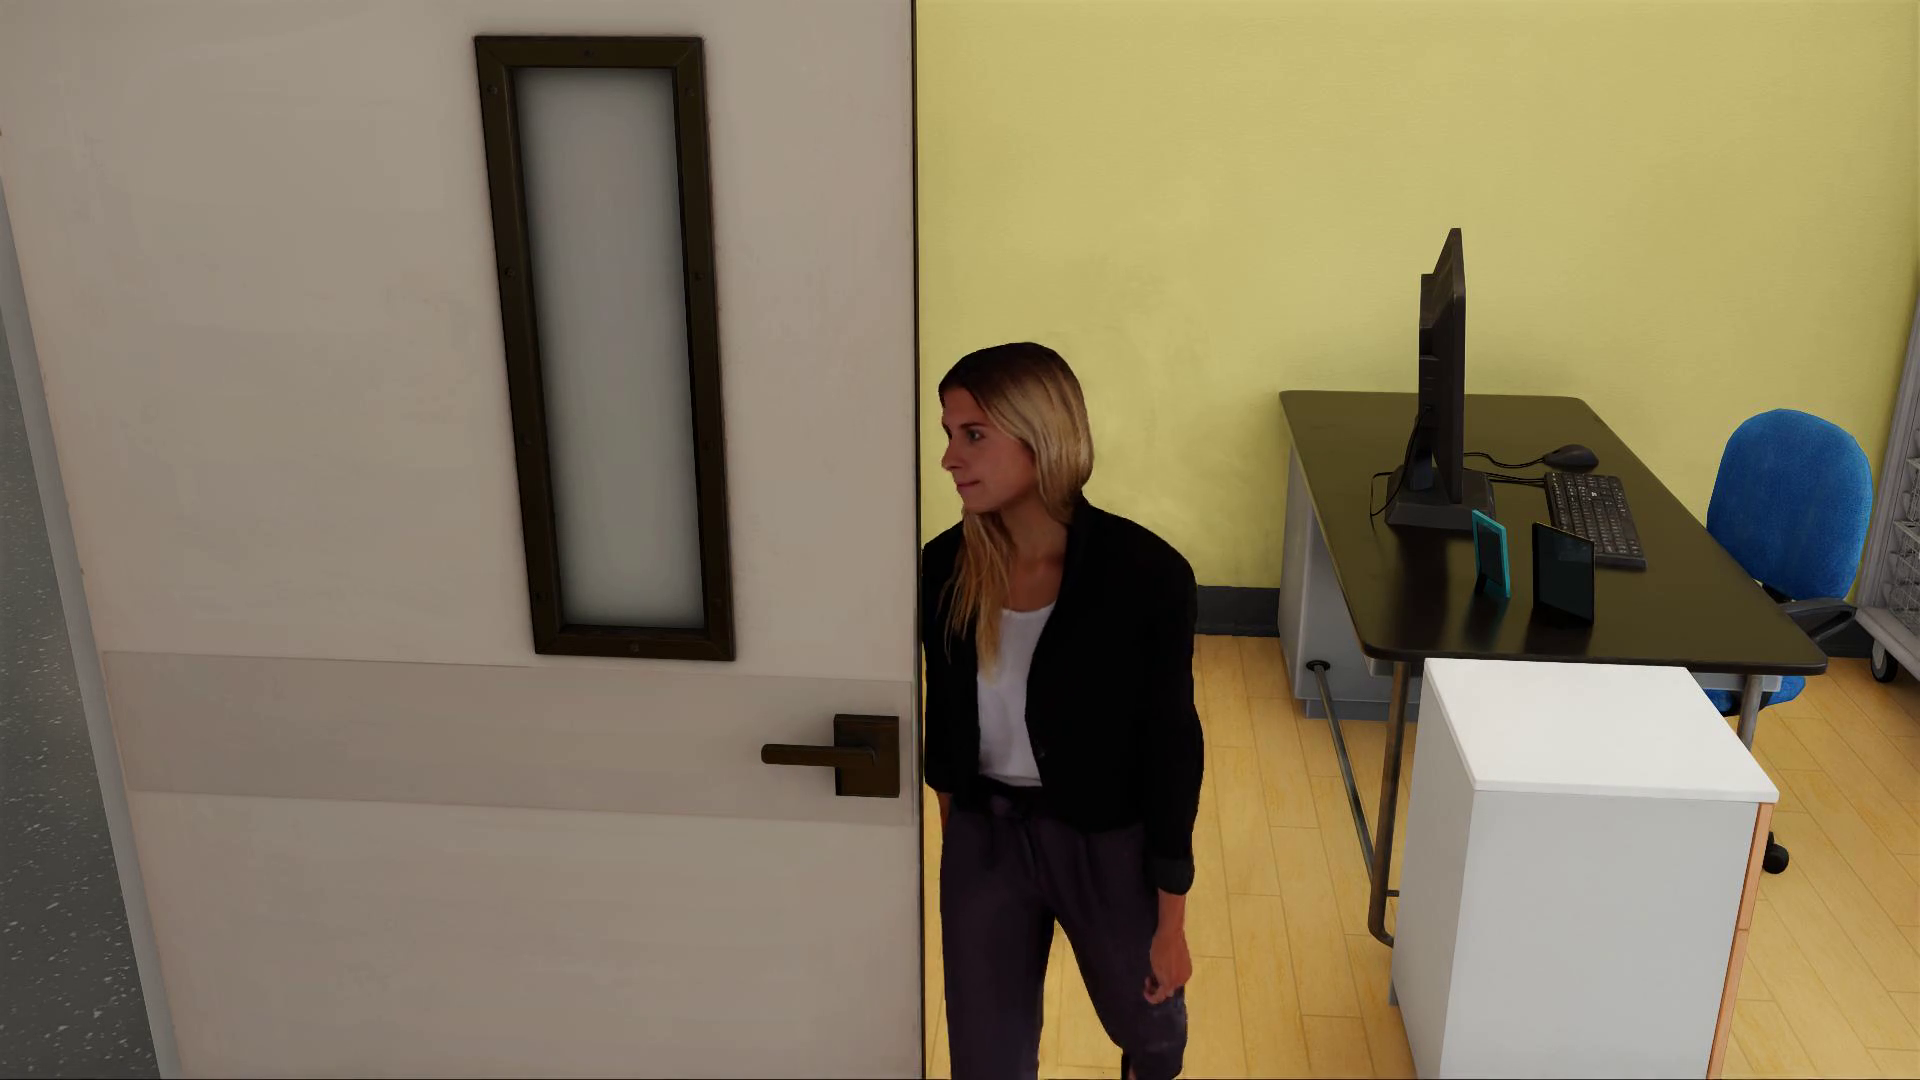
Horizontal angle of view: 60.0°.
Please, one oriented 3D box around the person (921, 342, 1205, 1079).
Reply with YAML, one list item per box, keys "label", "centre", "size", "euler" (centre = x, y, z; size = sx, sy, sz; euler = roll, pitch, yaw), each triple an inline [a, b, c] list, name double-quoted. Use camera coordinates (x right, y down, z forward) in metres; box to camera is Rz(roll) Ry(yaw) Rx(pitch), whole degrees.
- label: "person"
  centre: [0.195, 0.510, 2.574]
  size: [0.791, 1.631, 1.087]
  euler: [6, 21, 14]
